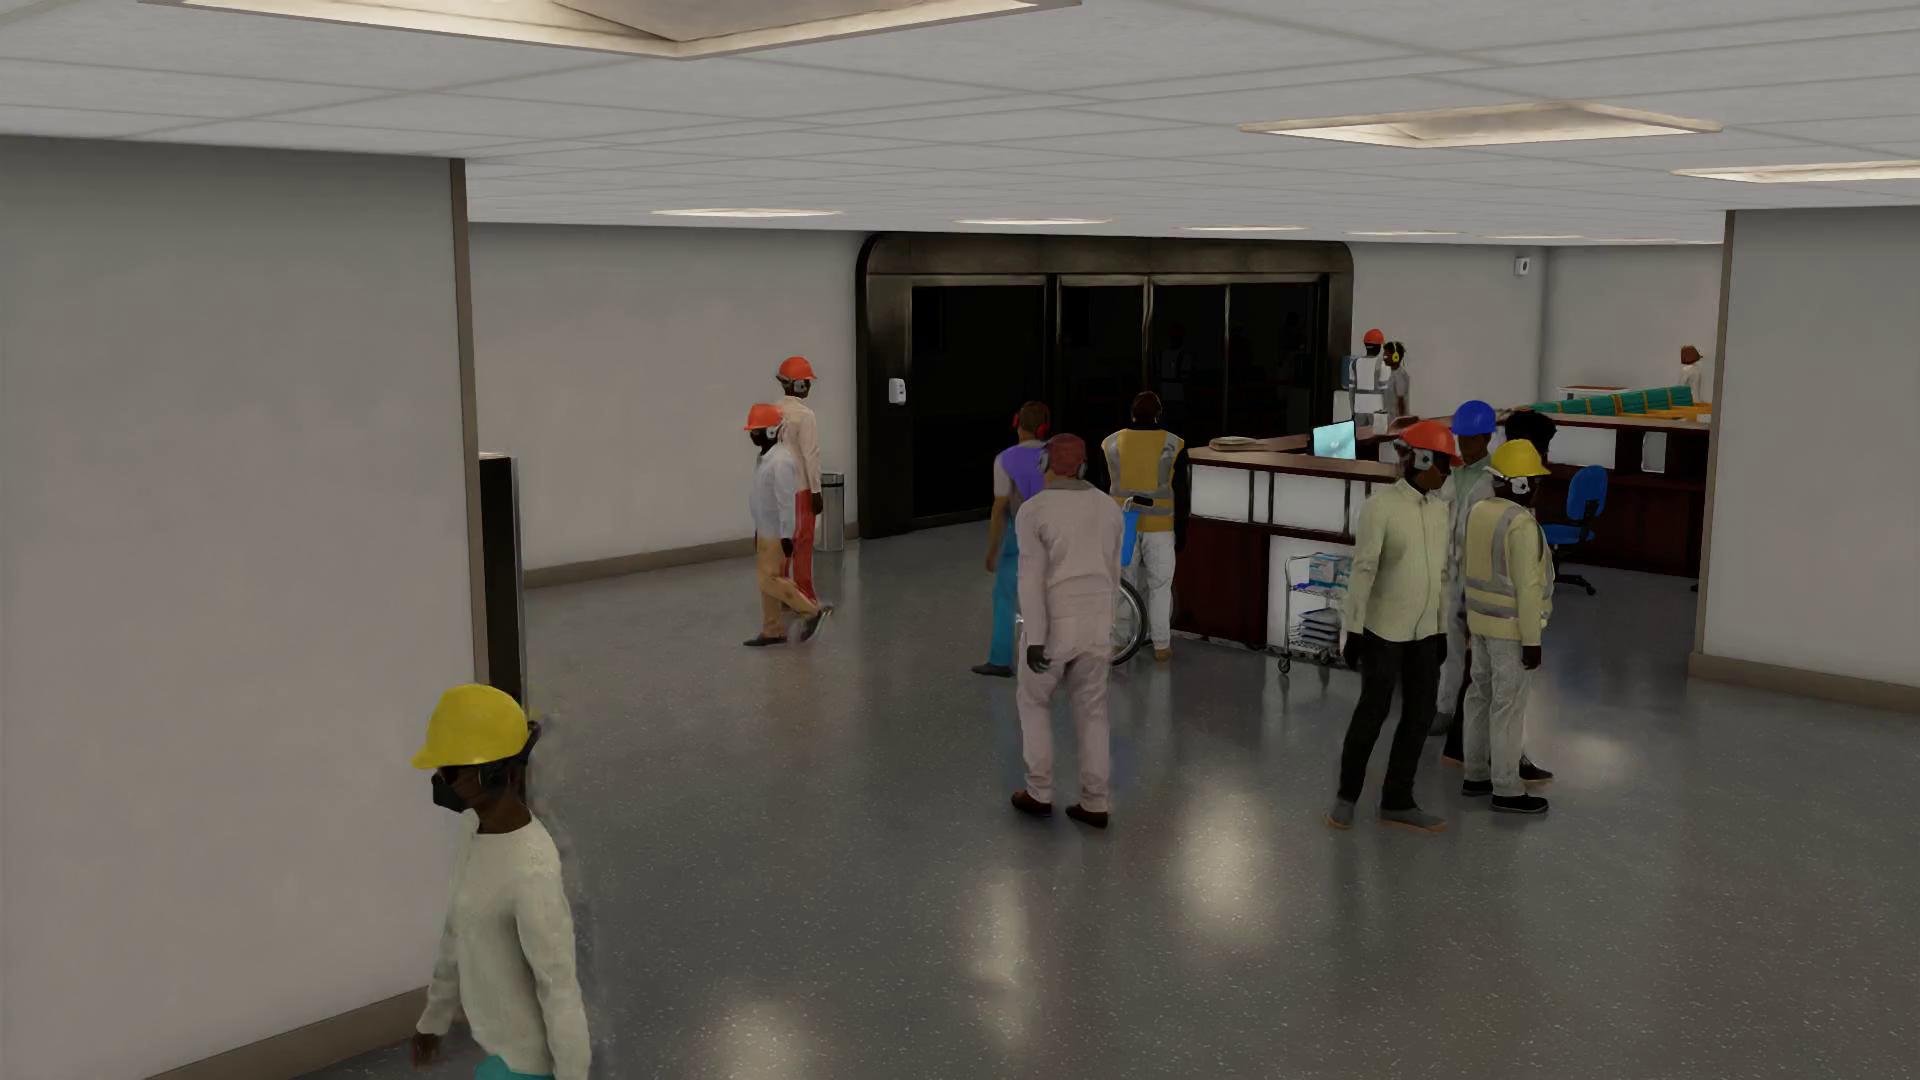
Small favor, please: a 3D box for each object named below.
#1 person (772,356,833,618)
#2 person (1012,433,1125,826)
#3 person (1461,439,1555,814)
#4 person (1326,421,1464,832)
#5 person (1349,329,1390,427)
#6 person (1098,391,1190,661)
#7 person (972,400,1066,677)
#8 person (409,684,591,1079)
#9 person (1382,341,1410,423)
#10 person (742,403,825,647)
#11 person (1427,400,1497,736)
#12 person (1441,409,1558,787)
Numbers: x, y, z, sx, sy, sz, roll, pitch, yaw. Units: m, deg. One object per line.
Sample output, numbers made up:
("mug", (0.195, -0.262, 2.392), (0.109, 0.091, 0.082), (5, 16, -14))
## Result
("person", (-1.249, -0.403, 12.717), (0.375, 1.995, 0.611), (-8, 12, -40))
("person", (0.533, 0.430, 8.009), (0.663, 1.866, 0.654), (-5, 11, -29))
("person", (2.699, 0.416, 8.187), (0.403, 1.835, 0.587), (-2, 9, -12))
("person", (2.055, 0.415, 7.873), (0.708, 1.949, 0.525), (-6, 11, -33))
("person", (4.956, -1.572, 20.069), (0.545, 1.938, 0.358), (8, 12, 42))
("person", (1.251, -0.090, 11.296), (0.626, 1.838, 0.430), (3, 10, 18))
("person", (0.435, 0.006, 10.754), (0.629, 1.818, 0.567), (-7, 12, -37))
("person", (-1.095, 1.176, 3.868), (0.913, 1.719, 0.525), (-4, 10, -25))
("person", (4.790, -1.273, 18.475), (0.408, 1.852, 0.519), (2, 10, 13))
("person", (-1.278, -0.096, 11.633), (0.480, 1.734, 0.572), (-4, 10, -21))
("person", (2.846, 0.185, 9.293), (0.420, 1.939, 0.605), (-8, 12, -39))
("person", (2.894, 0.296, 8.625), (0.799, 1.927, 0.637), (7, 12, 36))
